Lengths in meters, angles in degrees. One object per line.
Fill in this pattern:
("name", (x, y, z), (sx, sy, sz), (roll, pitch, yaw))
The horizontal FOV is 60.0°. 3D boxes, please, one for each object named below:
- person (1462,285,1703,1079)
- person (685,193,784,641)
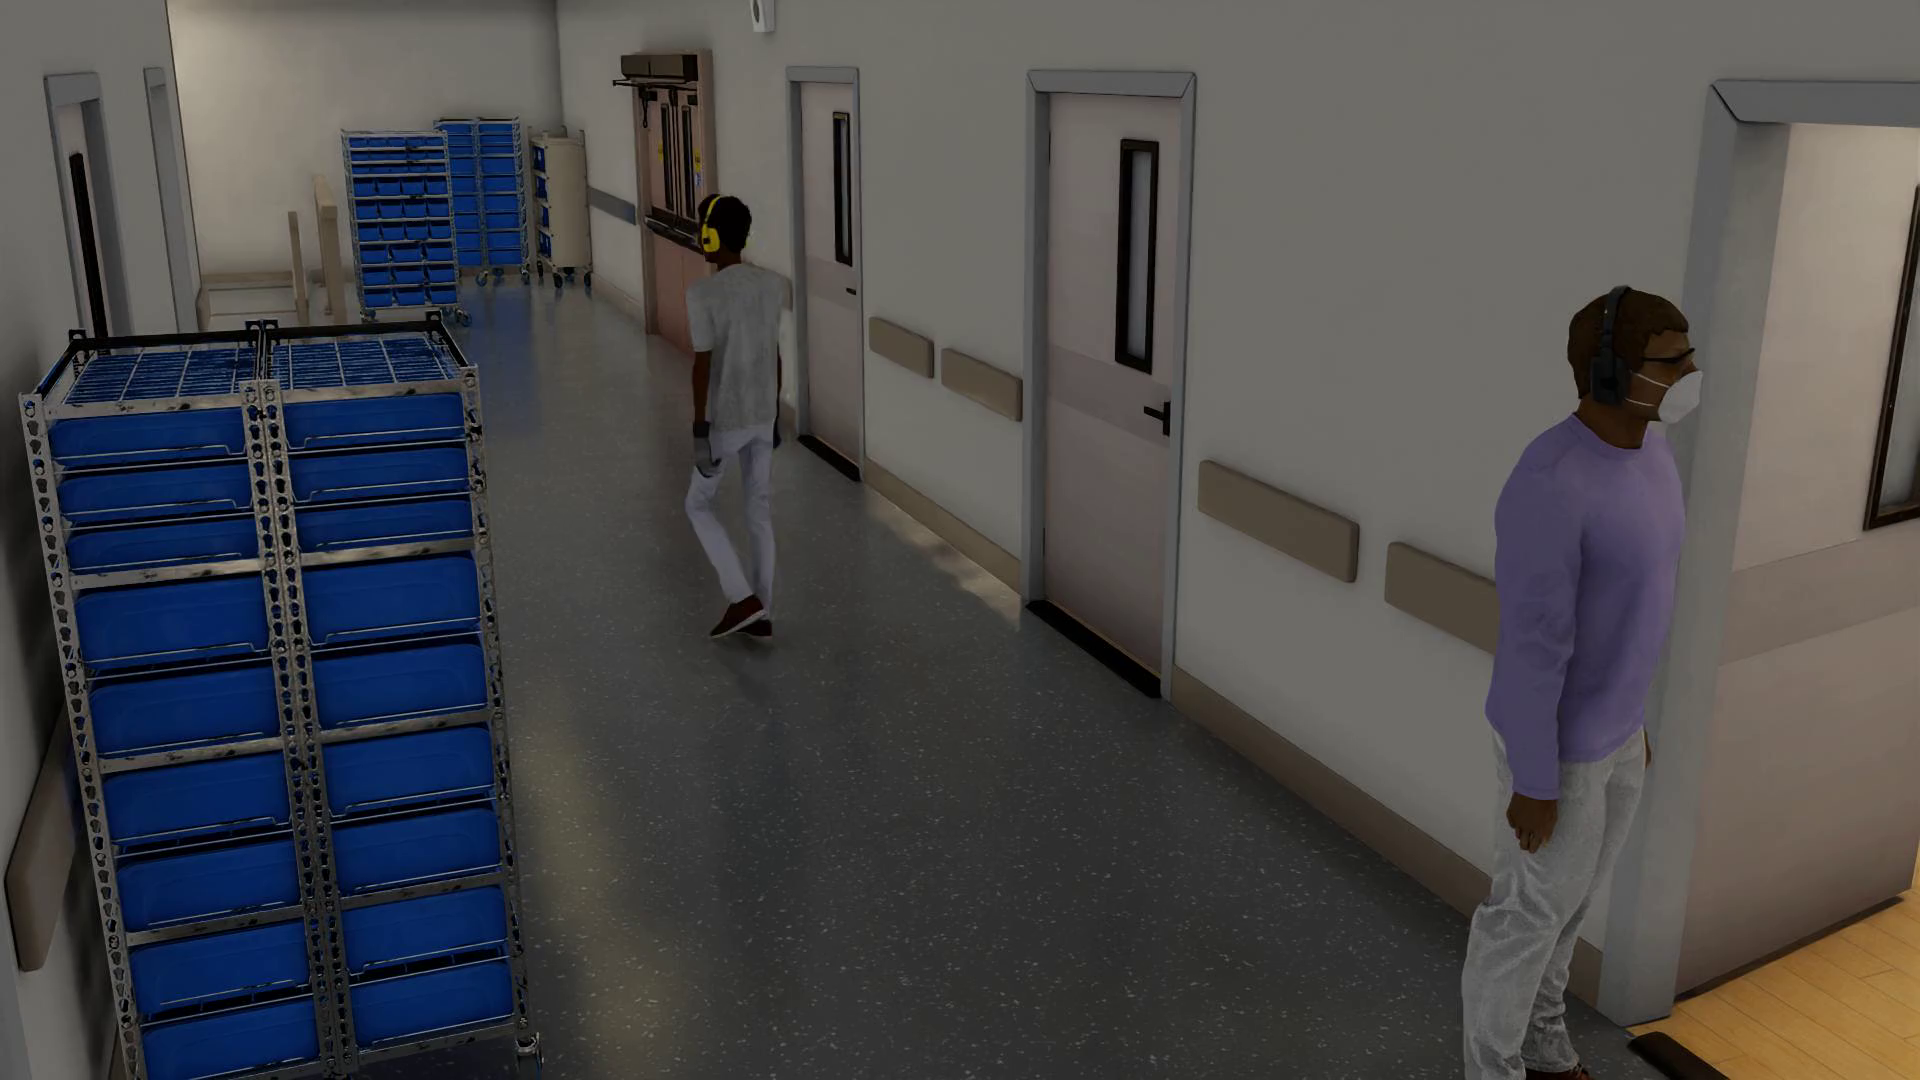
("person", (1.323, 0.428, 3.559), (0.371, 1.940, 0.630), (13, 20, 38))
("person", (-0.917, -0.483, 6.856), (0.534, 1.853, 0.392), (-15, 22, -41))
